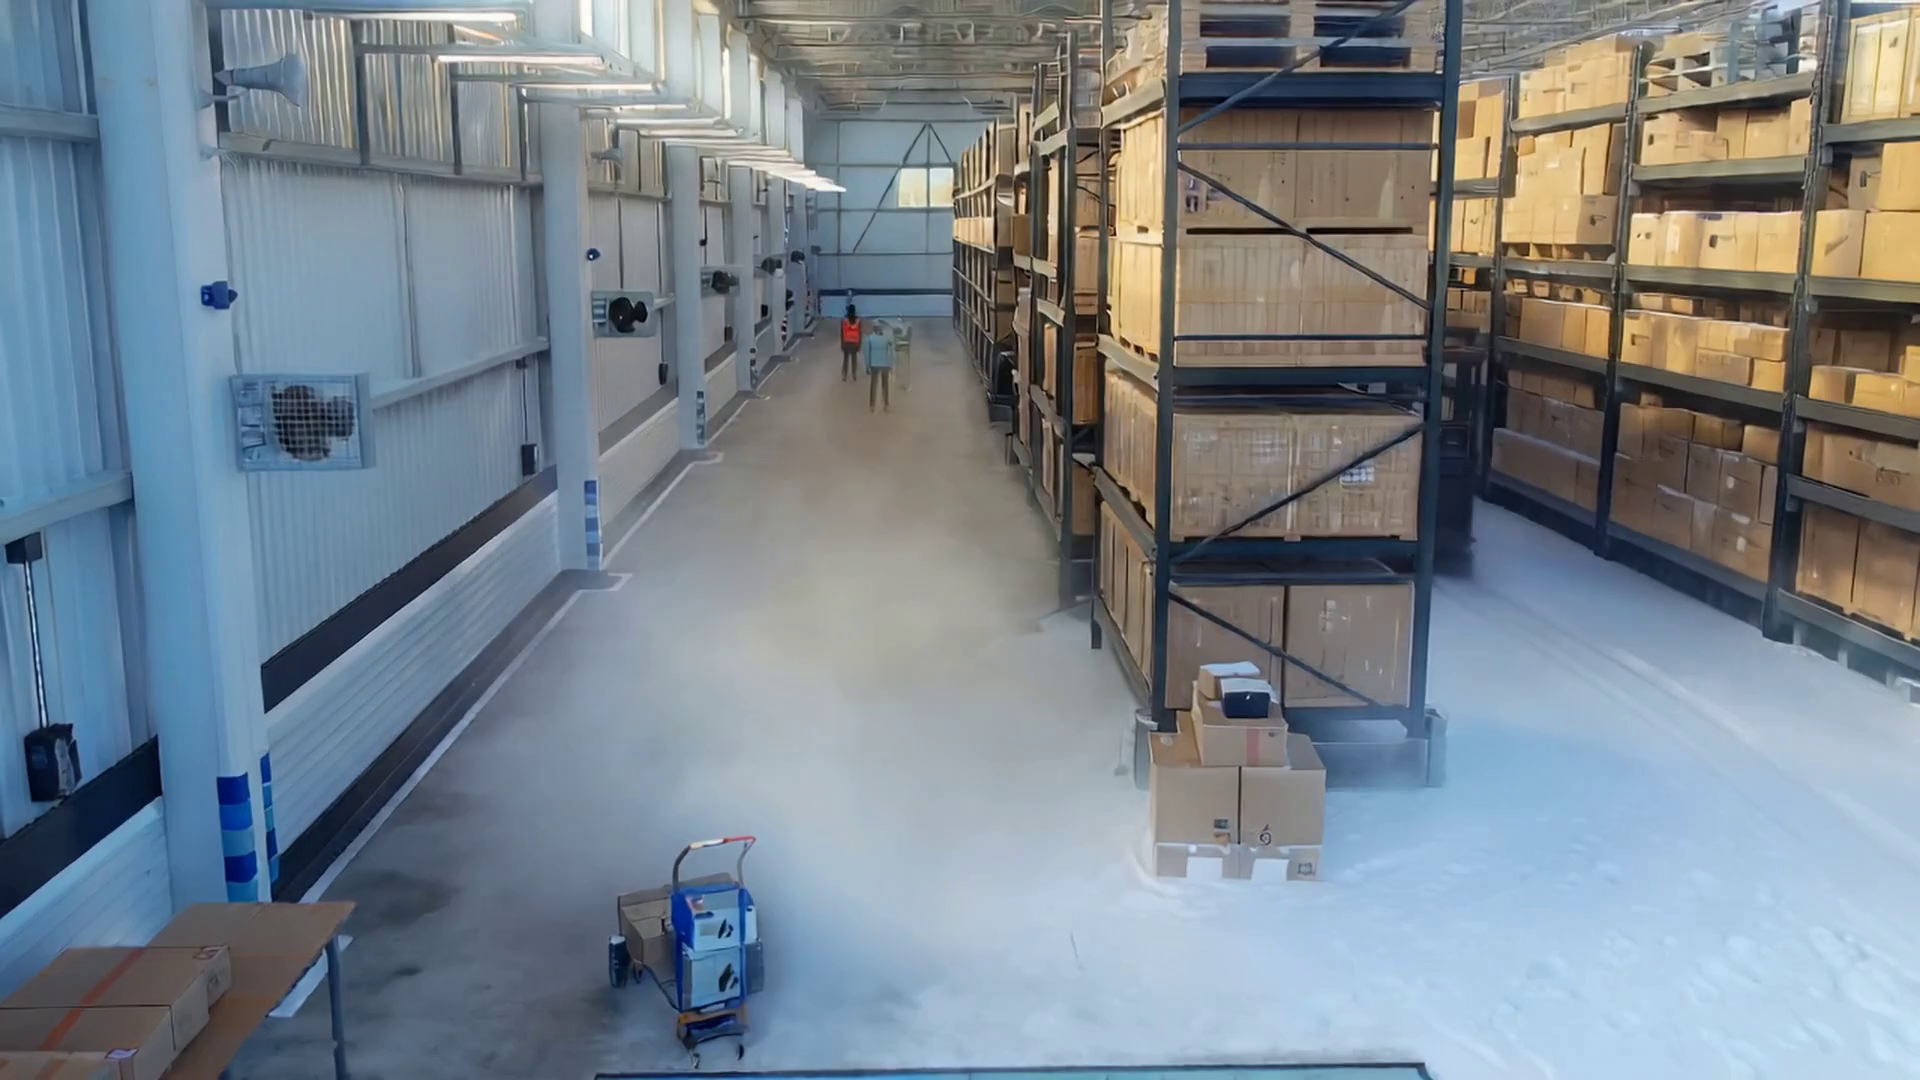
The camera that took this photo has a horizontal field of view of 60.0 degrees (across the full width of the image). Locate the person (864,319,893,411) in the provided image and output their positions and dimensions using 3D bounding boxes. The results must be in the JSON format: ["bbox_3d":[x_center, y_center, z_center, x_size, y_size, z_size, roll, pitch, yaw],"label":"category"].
[{"bbox_3d":[-1.738,-3.743,35.666,0.617,1.986,0.408,-2,11,-10],"label":"person"}]

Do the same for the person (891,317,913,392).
[{"bbox_3d":[-1.376,-4.431,39.724,0.573,1.797,0.952,-3,11,-15],"label":"person"}]

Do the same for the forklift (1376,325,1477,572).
[{"bbox_3d":[5.639,-1.176,19.966,1.129,2.768,1.873,3,11,15],"label":"forklift"}]

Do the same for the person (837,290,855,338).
[{"bbox_3d":[-3.854,-7.774,57.393,0.876,1.694,0.524,-10,15,-42],"label":"person"}]

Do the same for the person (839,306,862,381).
[{"bbox_3d":[-2.793,-5.024,42.515,0.589,1.912,0.397,-4,12,-19],"label":"person"}]
